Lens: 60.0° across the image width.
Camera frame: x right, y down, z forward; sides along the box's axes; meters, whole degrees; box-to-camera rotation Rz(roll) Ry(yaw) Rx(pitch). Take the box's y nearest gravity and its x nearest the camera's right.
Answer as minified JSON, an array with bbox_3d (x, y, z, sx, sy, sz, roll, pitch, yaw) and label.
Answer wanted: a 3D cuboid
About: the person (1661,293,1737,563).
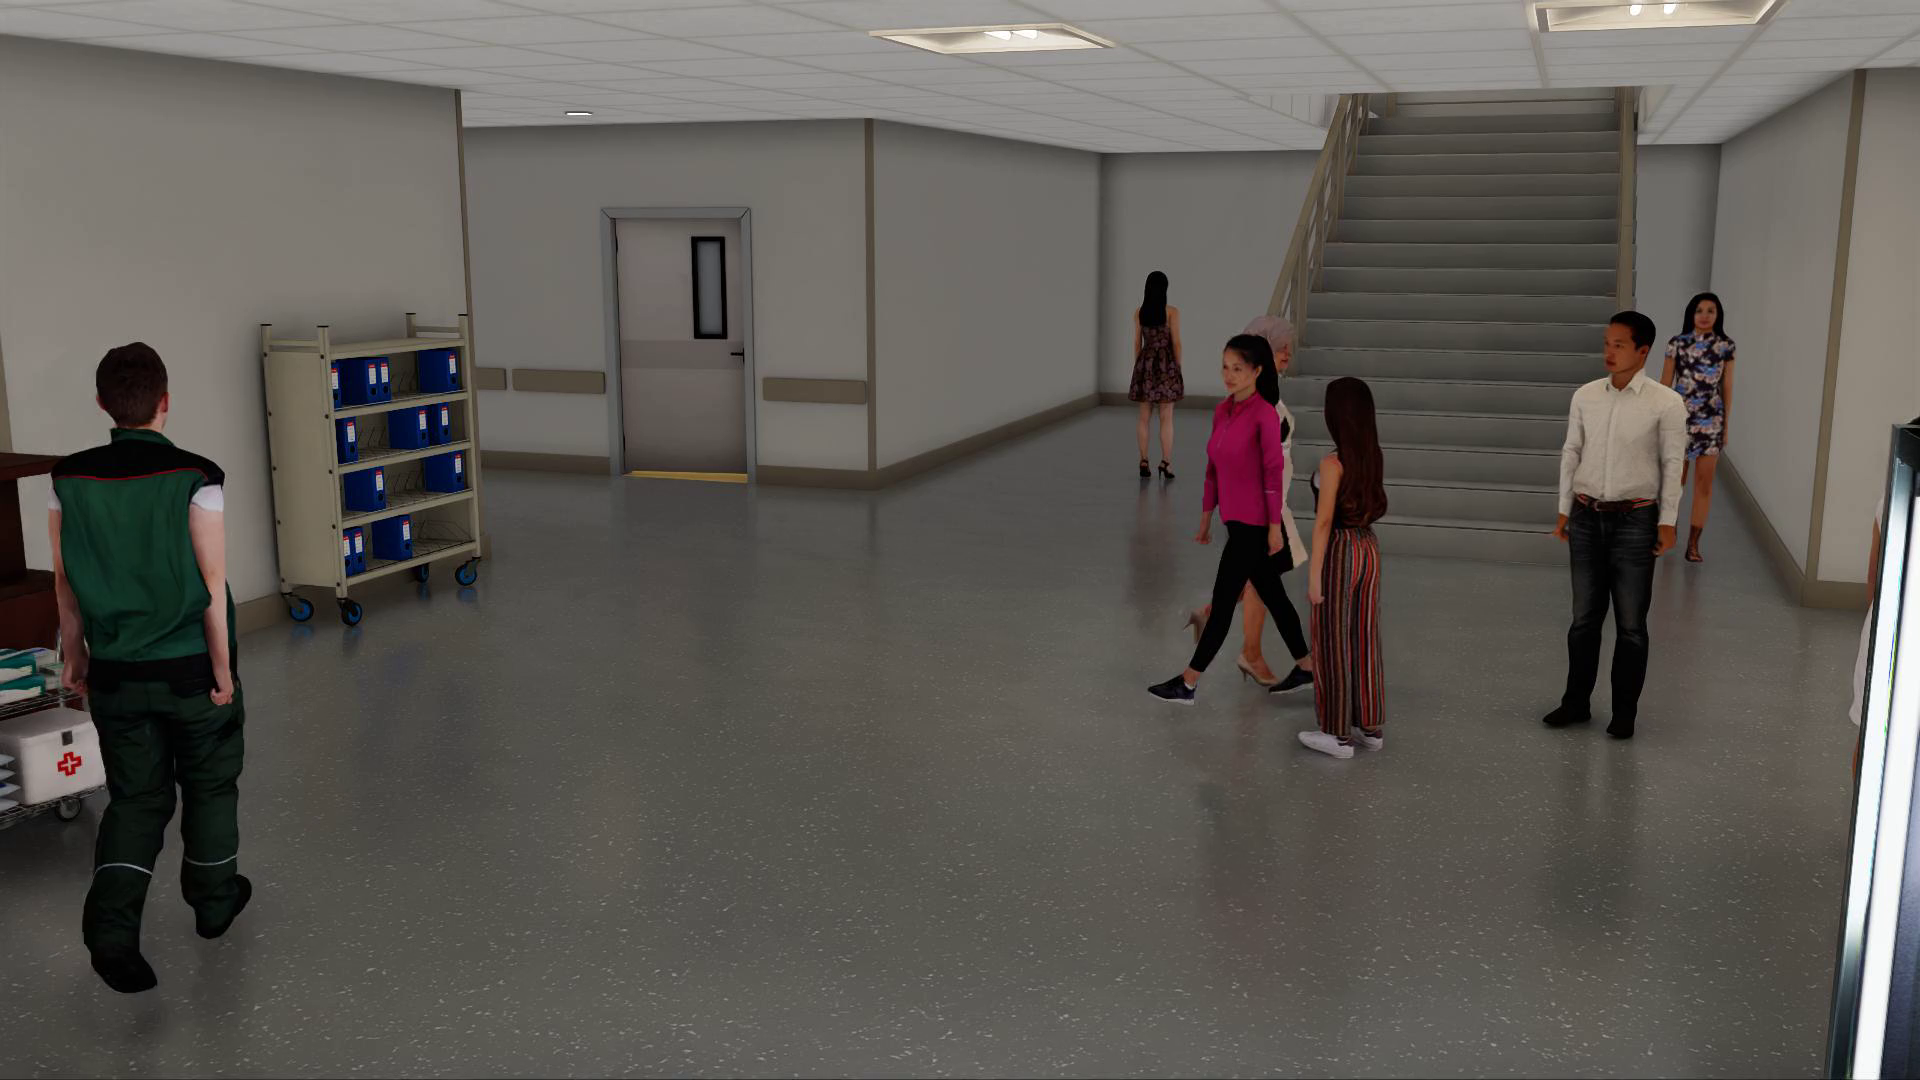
[{"bbox_3d":[4.784,-0.733,10.845,0.632,1.712,1.026,3,11,16],"label":"person"}]

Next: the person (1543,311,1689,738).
[{"bbox_3d":[2.811,-0.074,7.111,0.734,1.809,0.701,10,15,42],"label":"person"}]

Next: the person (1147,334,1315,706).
[{"bbox_3d":[1.363,-0.055,7.424,1.119,1.654,1.104,-4,11,-20],"label":"person"}]

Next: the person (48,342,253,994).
[{"bbox_3d":[-2.300,0.379,4.703,0.956,1.818,1.197,-1,11,-6],"label":"person"}]

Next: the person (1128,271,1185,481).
[{"bbox_3d":[1.685,-1.408,14.236,0.681,1.774,0.686,5,12,25],"label":"person"}]

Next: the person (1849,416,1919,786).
[{"bbox_3d":[3.214,0.346,5.582,0.702,1.553,0.633,-4,12,-21],"label":"person"}]

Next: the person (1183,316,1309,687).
[{"bbox_3d":[1.303,-0.163,7.778,0.690,1.735,0.729,3,11,17],"label":"person"}]

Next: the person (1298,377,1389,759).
[{"bbox_3d":[1.594,0.101,6.859,0.582,1.559,0.688,-9,14,-39],"label":"person"}]
